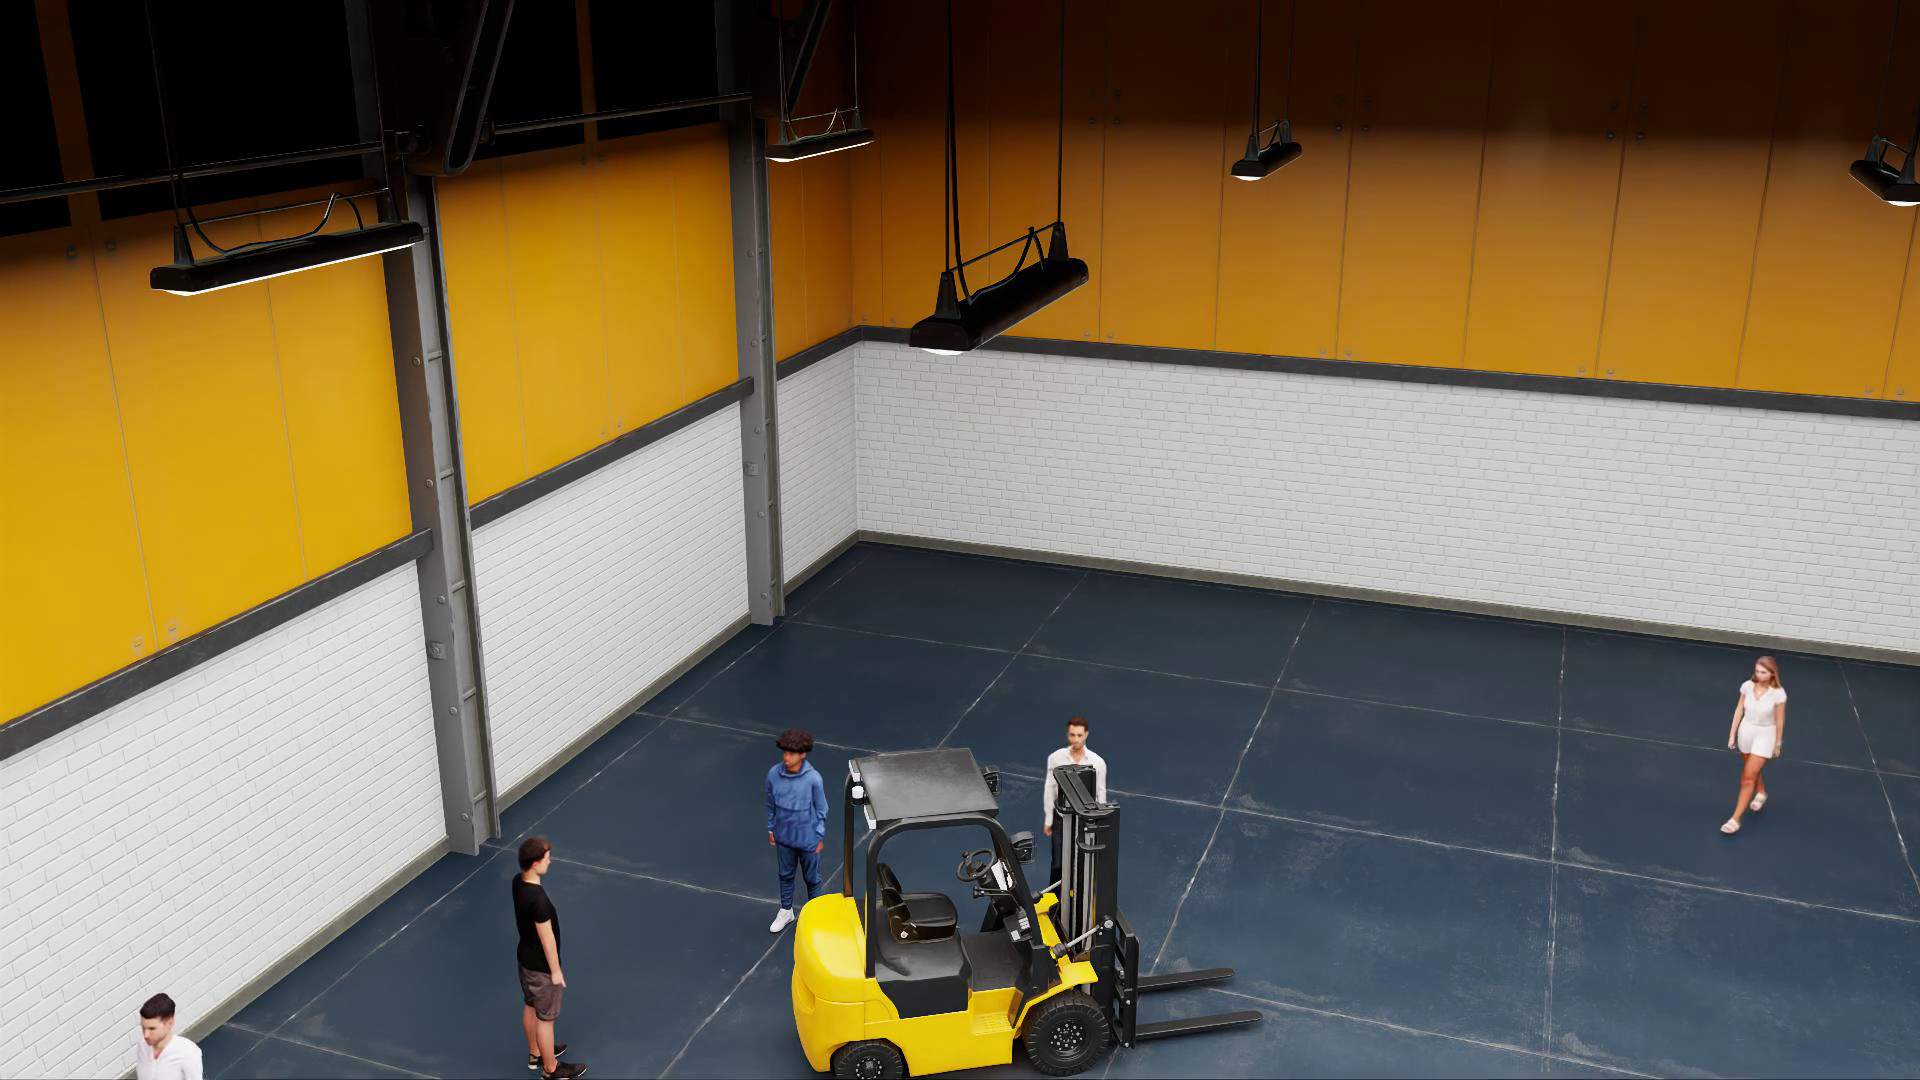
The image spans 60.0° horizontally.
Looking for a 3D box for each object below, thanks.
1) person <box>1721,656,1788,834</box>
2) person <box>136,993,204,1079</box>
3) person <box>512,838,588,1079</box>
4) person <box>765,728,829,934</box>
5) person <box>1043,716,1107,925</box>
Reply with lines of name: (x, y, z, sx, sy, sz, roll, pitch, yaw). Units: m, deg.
person: (7.394, 1.839, 15.371, 1.199, 1.648, 0.973, -15, 23, -37)
person: (-4.676, 3.510, 10.071, 0.644, 1.863, 0.601, 7, 20, 20)
person: (-2.983, 2.948, 11.749, 0.791, 1.858, 0.773, -13, 22, -33)
person: (-1.322, 2.367, 13.551, 0.672, 1.808, 0.541, 6, 20, 17)
person: (0.931, 2.308, 13.628, 0.693, 1.871, 0.596, 3, 19, 9)
